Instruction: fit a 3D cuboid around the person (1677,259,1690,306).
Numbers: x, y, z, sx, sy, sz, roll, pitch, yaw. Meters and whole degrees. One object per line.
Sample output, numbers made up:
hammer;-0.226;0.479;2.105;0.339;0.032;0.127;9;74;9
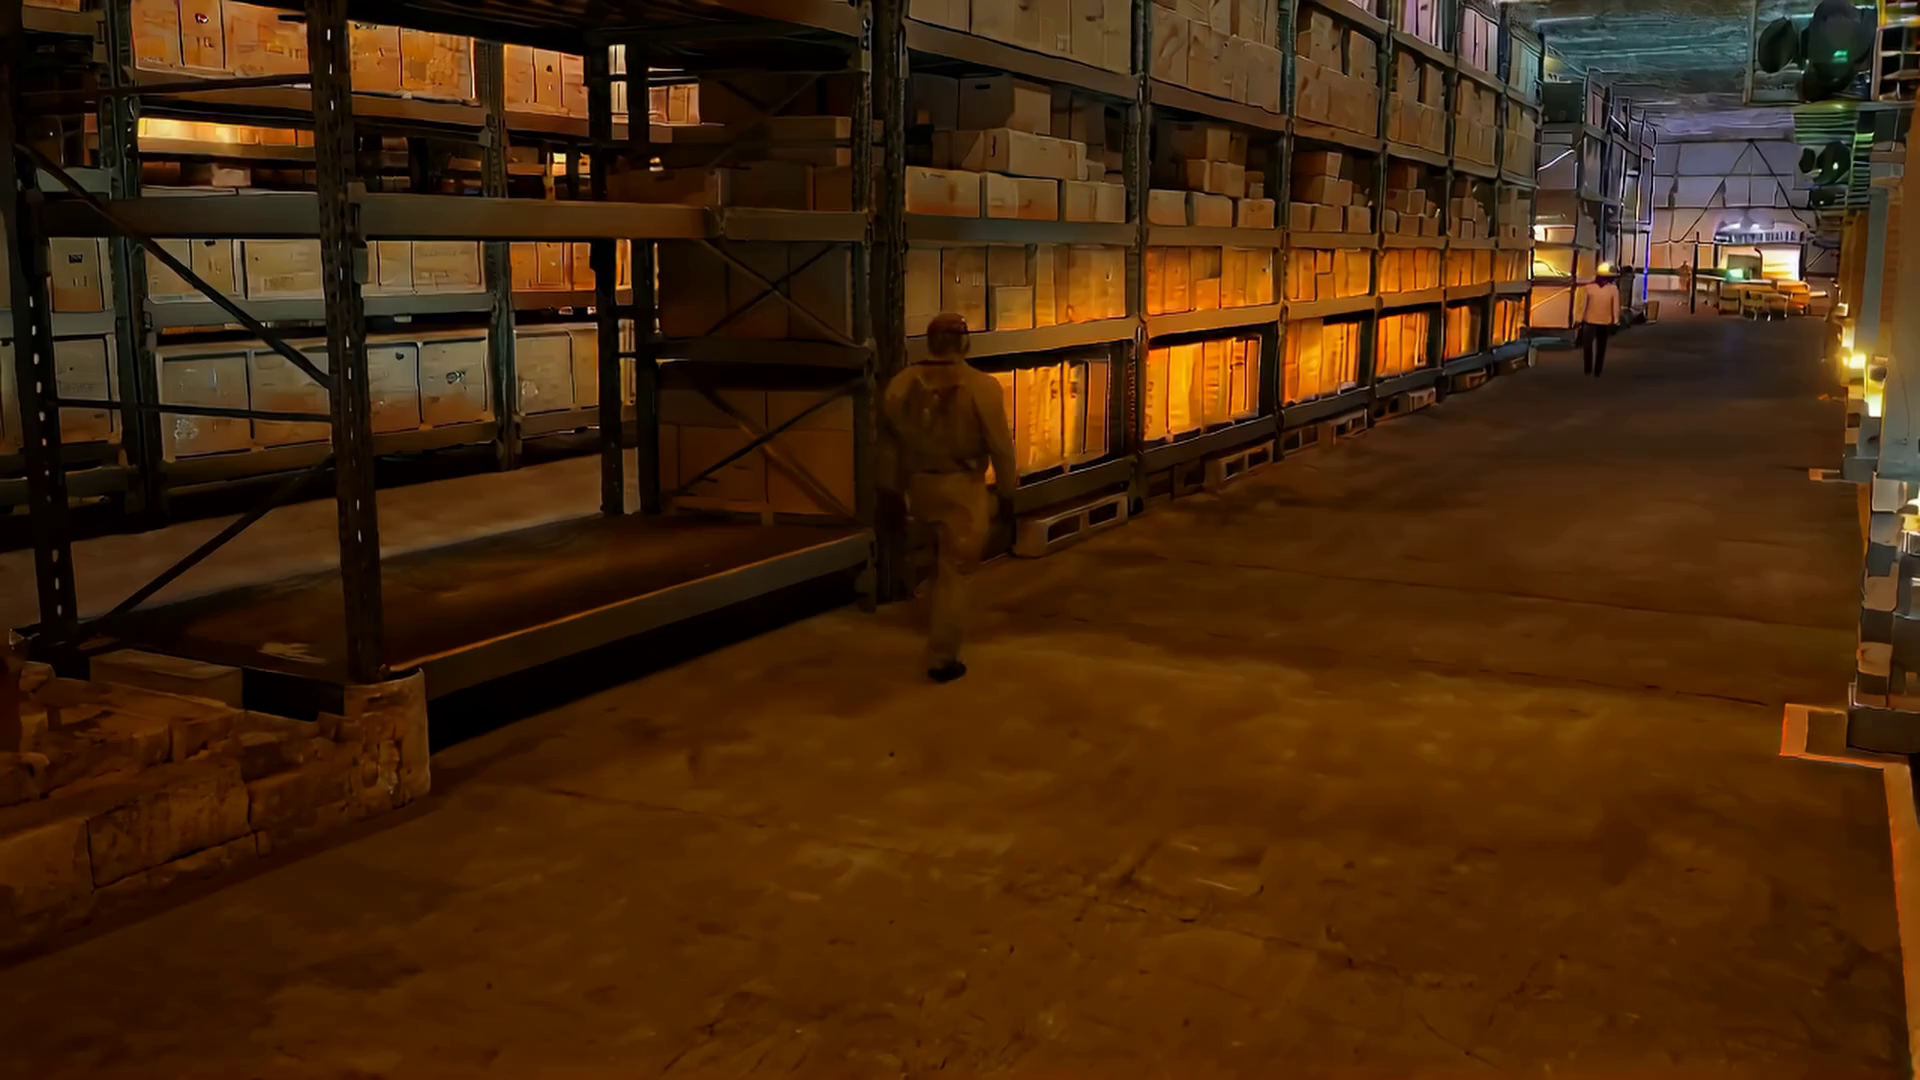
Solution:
person;29.453;-10.472;67.740;0.376;1.935;0.629;-4;10;-21

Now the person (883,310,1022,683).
person;-0.004;-0.235;8.604;0.650;1.882;0.747;5;11;28

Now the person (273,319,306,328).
person;-7.993;-2.100;19.836;0.498;1.726;0.555;5;11;26

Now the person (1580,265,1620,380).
person;10.948;-3.710;28.450;0.642;1.963;0.800;3;10;17
